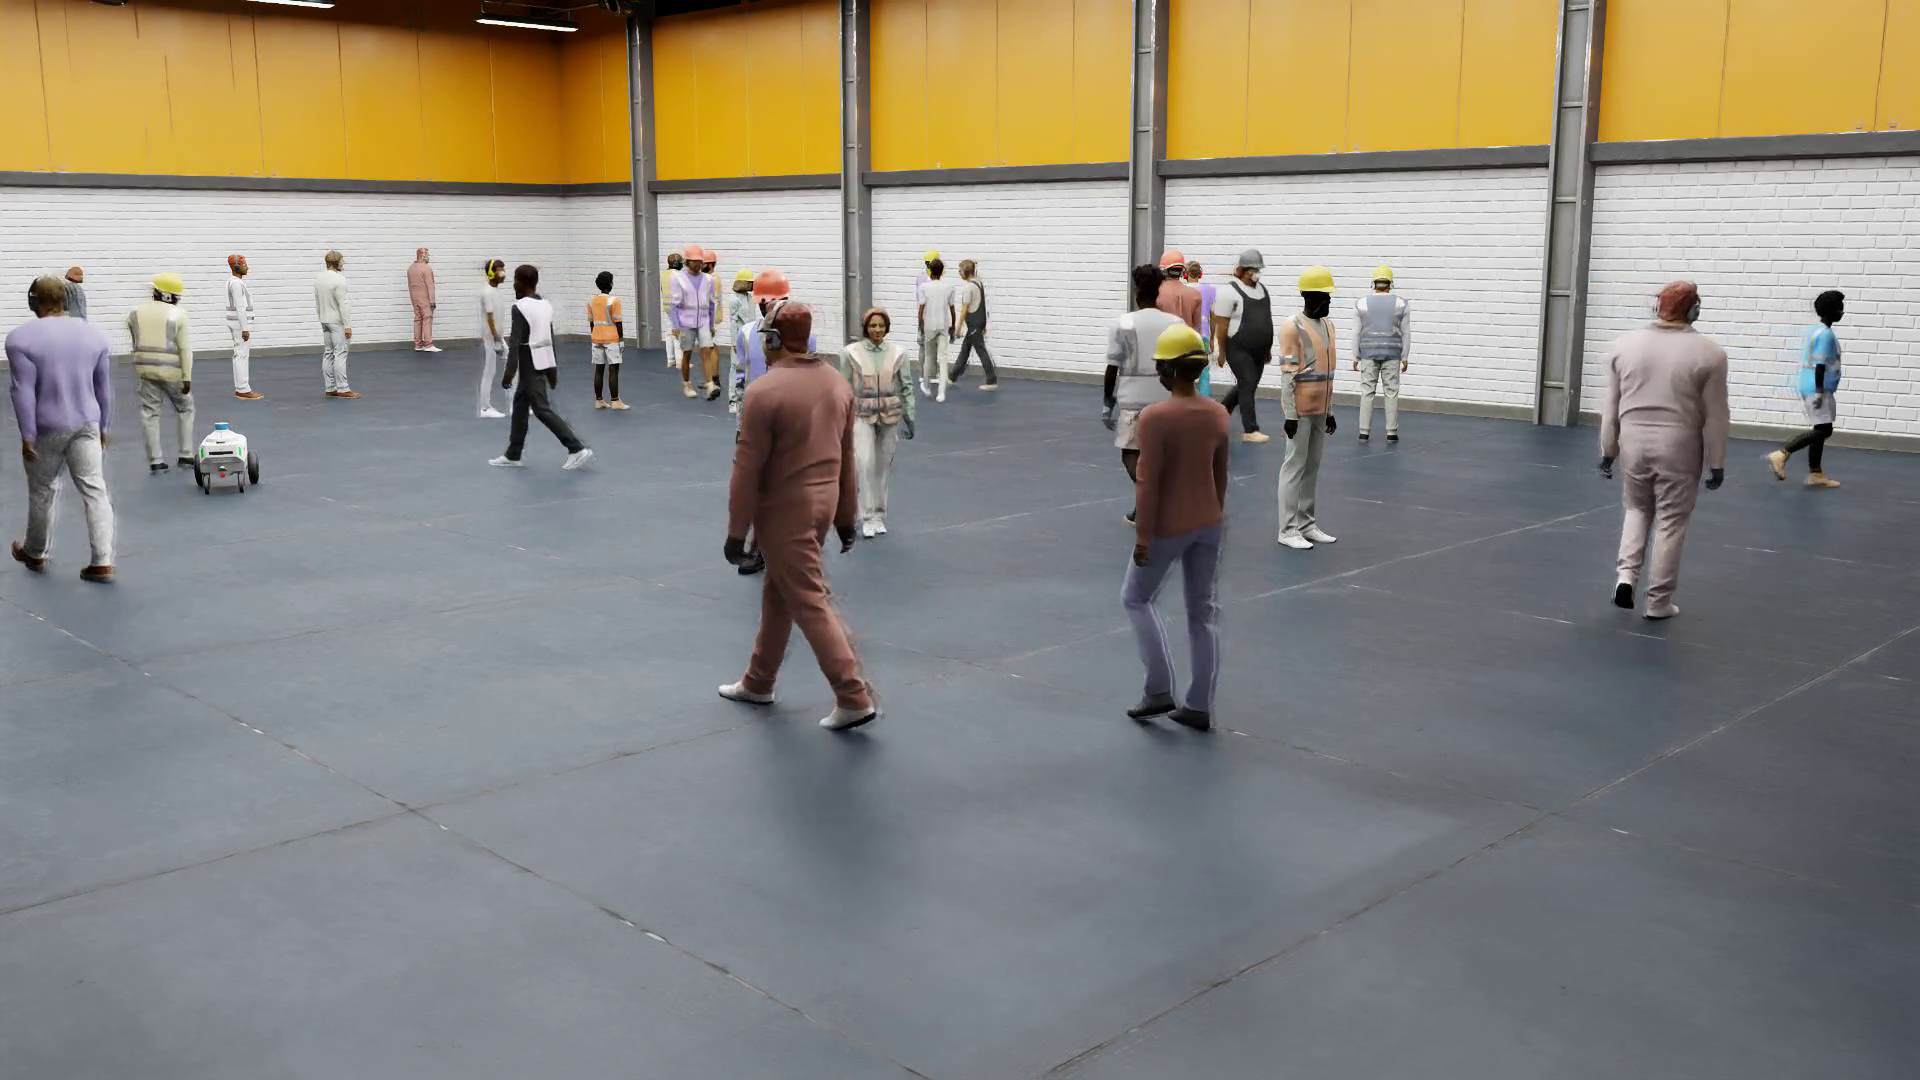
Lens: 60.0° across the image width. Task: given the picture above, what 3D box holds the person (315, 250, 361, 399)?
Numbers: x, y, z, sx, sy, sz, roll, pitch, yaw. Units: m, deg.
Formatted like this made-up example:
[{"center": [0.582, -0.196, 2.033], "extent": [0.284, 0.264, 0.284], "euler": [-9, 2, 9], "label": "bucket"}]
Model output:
[{"center": [-8.146, -2.802, 21.706], "extent": [0.635, 1.936, 0.353], "euler": [8, 13, 38], "label": "person"}]

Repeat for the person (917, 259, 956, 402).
[{"center": [-0.322, -2.730, 21.619], "extent": [0.553, 1.819, 0.991], "euler": [-2, 11, -11], "label": "person"}]

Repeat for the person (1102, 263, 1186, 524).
[{"center": [1.340, -0.997, 11.868], "extent": [0.611, 1.940, 0.842], "euler": [-3, 11, -16], "label": "person"}]

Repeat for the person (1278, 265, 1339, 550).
[{"center": [2.400, -0.909, 11.410], "extent": [0.367, 1.927, 0.587], "euler": [9, 14, 40], "label": "person"}]

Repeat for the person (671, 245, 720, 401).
[{"center": [-3.413, -2.797, 21.523], "extent": [0.632, 1.987, 1.061], "euler": [-5, 12, -27], "label": "person"}]

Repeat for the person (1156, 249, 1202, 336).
[{"center": [2.033, -1.784, 15.996], "extent": [0.611, 1.996, 0.379], "euler": [-4, 11, -23], "label": "person"}]

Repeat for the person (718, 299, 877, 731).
[{"center": [-0.716, -0.111, 7.255], "extent": [0.977, 1.865, 0.659], "euler": [7, 12, 32], "label": "person"}]

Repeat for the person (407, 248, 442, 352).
[{"center": [-9.827, -4.403, 30.529], "extent": [0.648, 1.904, 0.401], "euler": [8, 13, 37], "label": "person"}]

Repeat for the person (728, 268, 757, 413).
[{"center": [-2.595, -2.398, 20.062], "extent": [0.333, 1.734, 0.481], "euler": [5, 12, 27], "label": "person"}]

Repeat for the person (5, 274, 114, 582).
[{"center": [-5.617, -0.697, 10.367], "extent": [1.023, 1.880, 0.648], "euler": [7, 13, 35], "label": "person"}]

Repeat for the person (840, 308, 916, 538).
[{"center": [-0.572, -0.821, 11.751], "extent": [0.539, 1.615, 0.606], "euler": [-3, 11, -15], "label": "person"}]

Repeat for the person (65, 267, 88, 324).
[{"center": [-14.027, -3.524, 26.473], "extent": [0.497, 1.632, 0.289], "euler": [9, 14, 41], "label": "person"}]

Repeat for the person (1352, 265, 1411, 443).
[{"center": [4.326, -1.903, 17.097], "extent": [0.588, 1.831, 0.404], "euler": [3, 11, 15], "label": "person"}]

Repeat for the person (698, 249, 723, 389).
[{"center": [-3.501, -3.076, 23.212], "extent": [0.382, 1.936, 0.545], "euler": [-2, 11, -13], "label": "person"}]

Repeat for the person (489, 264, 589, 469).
[{"center": [-3.874, -1.581, 15.226], "extent": [0.982, 1.883, 0.592], "euler": [1, 10, 8], "label": "person"}]

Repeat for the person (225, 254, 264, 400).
[{"center": [-9.359, -2.769, 21.675], "extent": [0.355, 1.883, 0.574], "euler": [-6, 12, -30], "label": "person"}]

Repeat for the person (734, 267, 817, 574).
[{"center": [-1.167, -0.735, 10.449], "extent": [0.543, 1.933, 0.364], "euler": [2, 11, 13], "label": "person"}]

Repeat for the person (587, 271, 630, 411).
[{"center": [-4.296, -2.420, 20.271], "extent": [0.535, 1.700, 0.318], "euler": [6, 12, 31], "label": "person"}]

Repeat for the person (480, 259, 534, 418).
[{"center": [-5.315, -2.338, 19.424], "extent": [0.759, 1.841, 0.576], "euler": [0, 10, 2], "label": "person"}]

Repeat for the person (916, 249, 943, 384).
[{"center": [-0.413, -3.214, 23.981], "extent": [0.366, 1.927, 0.585], "euler": [-6, 12, -31], "label": "person"}]

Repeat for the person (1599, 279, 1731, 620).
[{"center": [3.914, -0.491, 9.224], "extent": [0.674, 1.889, 0.434], "euler": [10, 14, 42], "label": "person"}]

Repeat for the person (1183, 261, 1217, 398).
[{"center": [2.703, -2.315, 19.320], "extent": [0.564, 1.838, 0.395], "euler": [-2, 11, -8], "label": "person"}]

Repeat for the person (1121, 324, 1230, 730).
[{"center": [0.929, -0.054, 7.211], "extent": [0.556, 1.748, 0.501], "euler": [-7, 12, -33], "label": "person"}]

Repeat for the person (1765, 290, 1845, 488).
[{"center": [7.185, -1.265, 14.026], "extent": [0.520, 1.686, 0.537], "euler": [4, 11, 21], "label": "person"}]

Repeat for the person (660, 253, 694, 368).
[{"center": [-4.561, -3.685, 26.783], "extent": [0.429, 1.844, 0.627], "euler": [-8, 13, -36], "label": "person"}]

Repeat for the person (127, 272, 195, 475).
[{"center": [-7.142, -1.500, 14.970], "extent": [0.620, 1.795, 0.624], "euler": [0, 10, 1], "label": "person"}]

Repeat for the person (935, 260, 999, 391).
[{"center": [0.104, -2.941, 22.862], "extent": [0.987, 1.786, 0.529], "euler": [4, 11, 19], "label": "person"}]

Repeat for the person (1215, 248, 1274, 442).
[{"center": [2.932, -2.068, 17.418], "extent": [0.684, 2.000, 0.895], "euler": [-9, 13, -39], "label": "person"}]

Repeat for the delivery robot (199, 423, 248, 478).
[{"center": [-6.204, -0.746, 14.010], "extent": [0.477, 0.478, 0.707], "euler": [-4, 11, -20], "label": "delivery robot"}]
